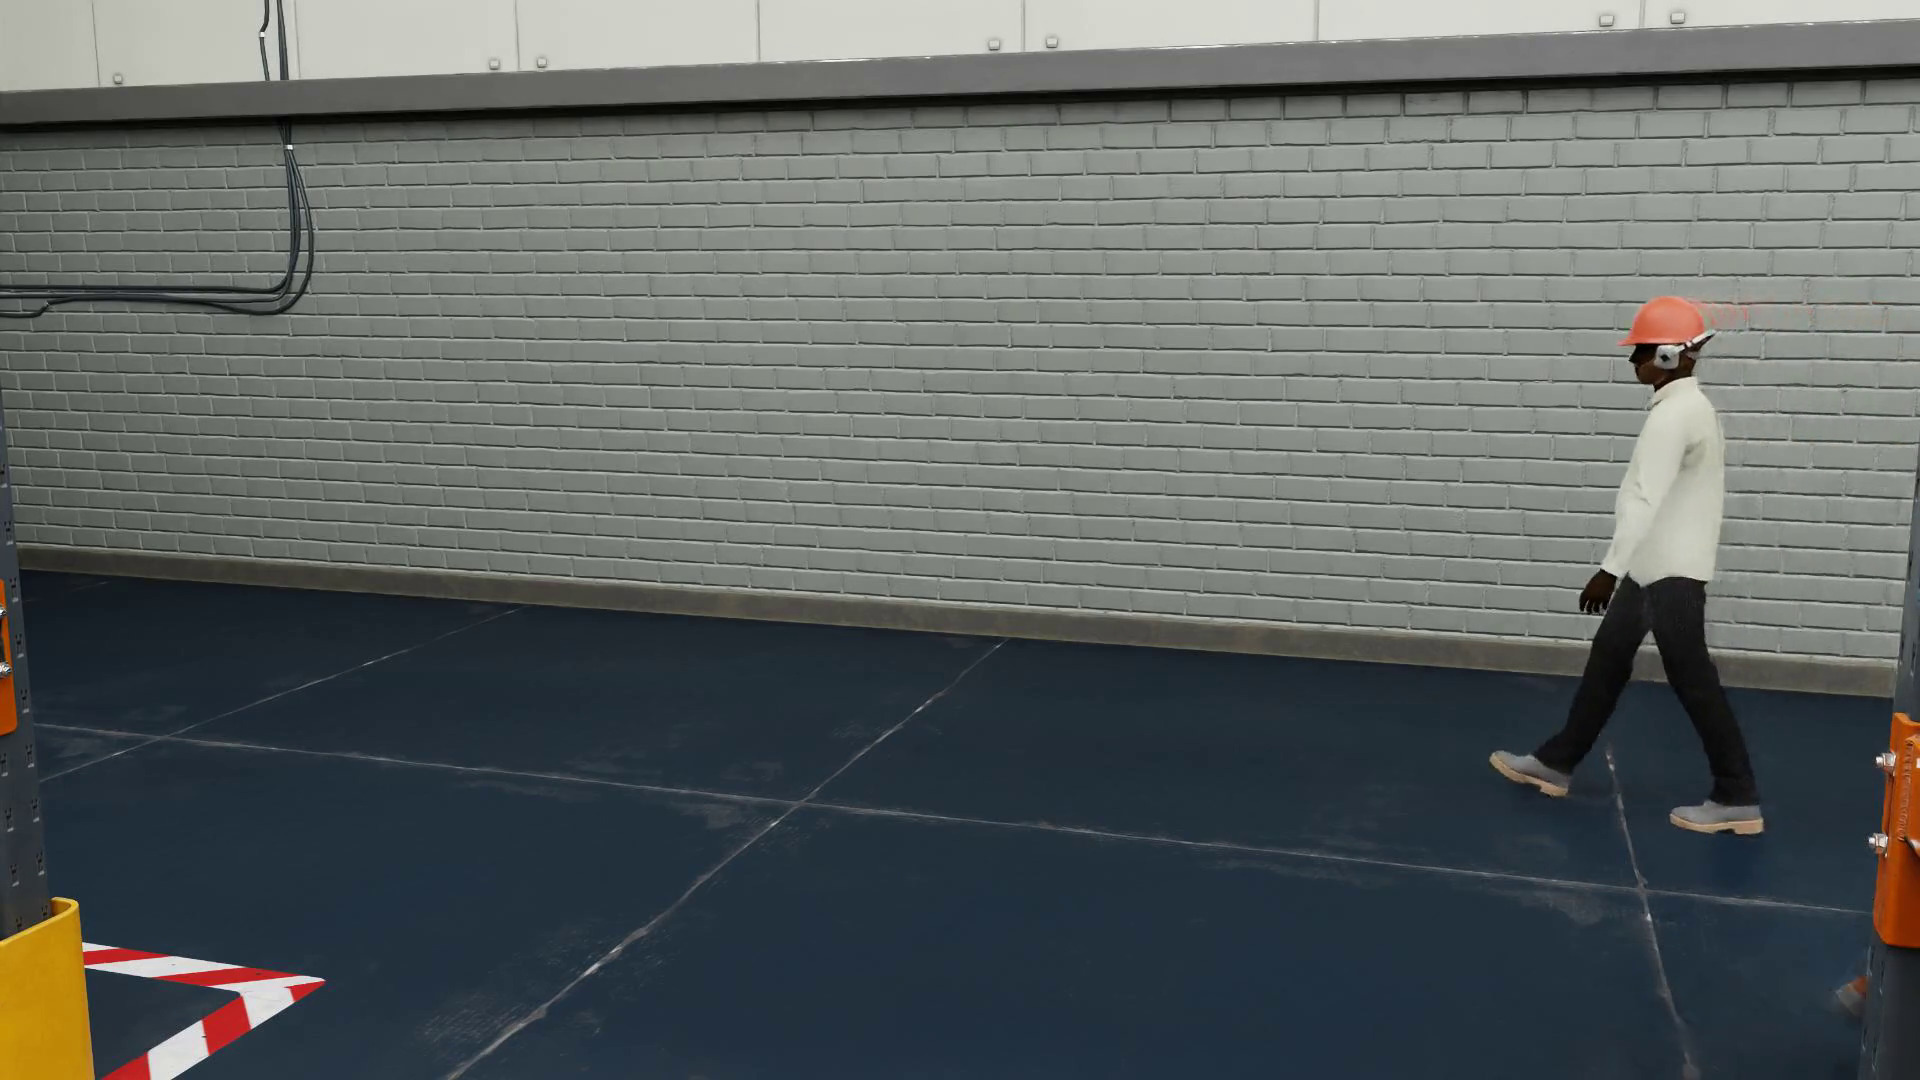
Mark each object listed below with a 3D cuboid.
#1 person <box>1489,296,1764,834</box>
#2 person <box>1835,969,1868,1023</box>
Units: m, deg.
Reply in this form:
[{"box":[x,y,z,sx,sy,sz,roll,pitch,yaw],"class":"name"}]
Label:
[{"box":[2.524,0.089,6.123,0.990,1.947,0.619,4,10,24],"class":"person"},{"box":[2.462,0.485,3.864,0.440,1.902,0.704,4,10,20],"class":"person"}]
